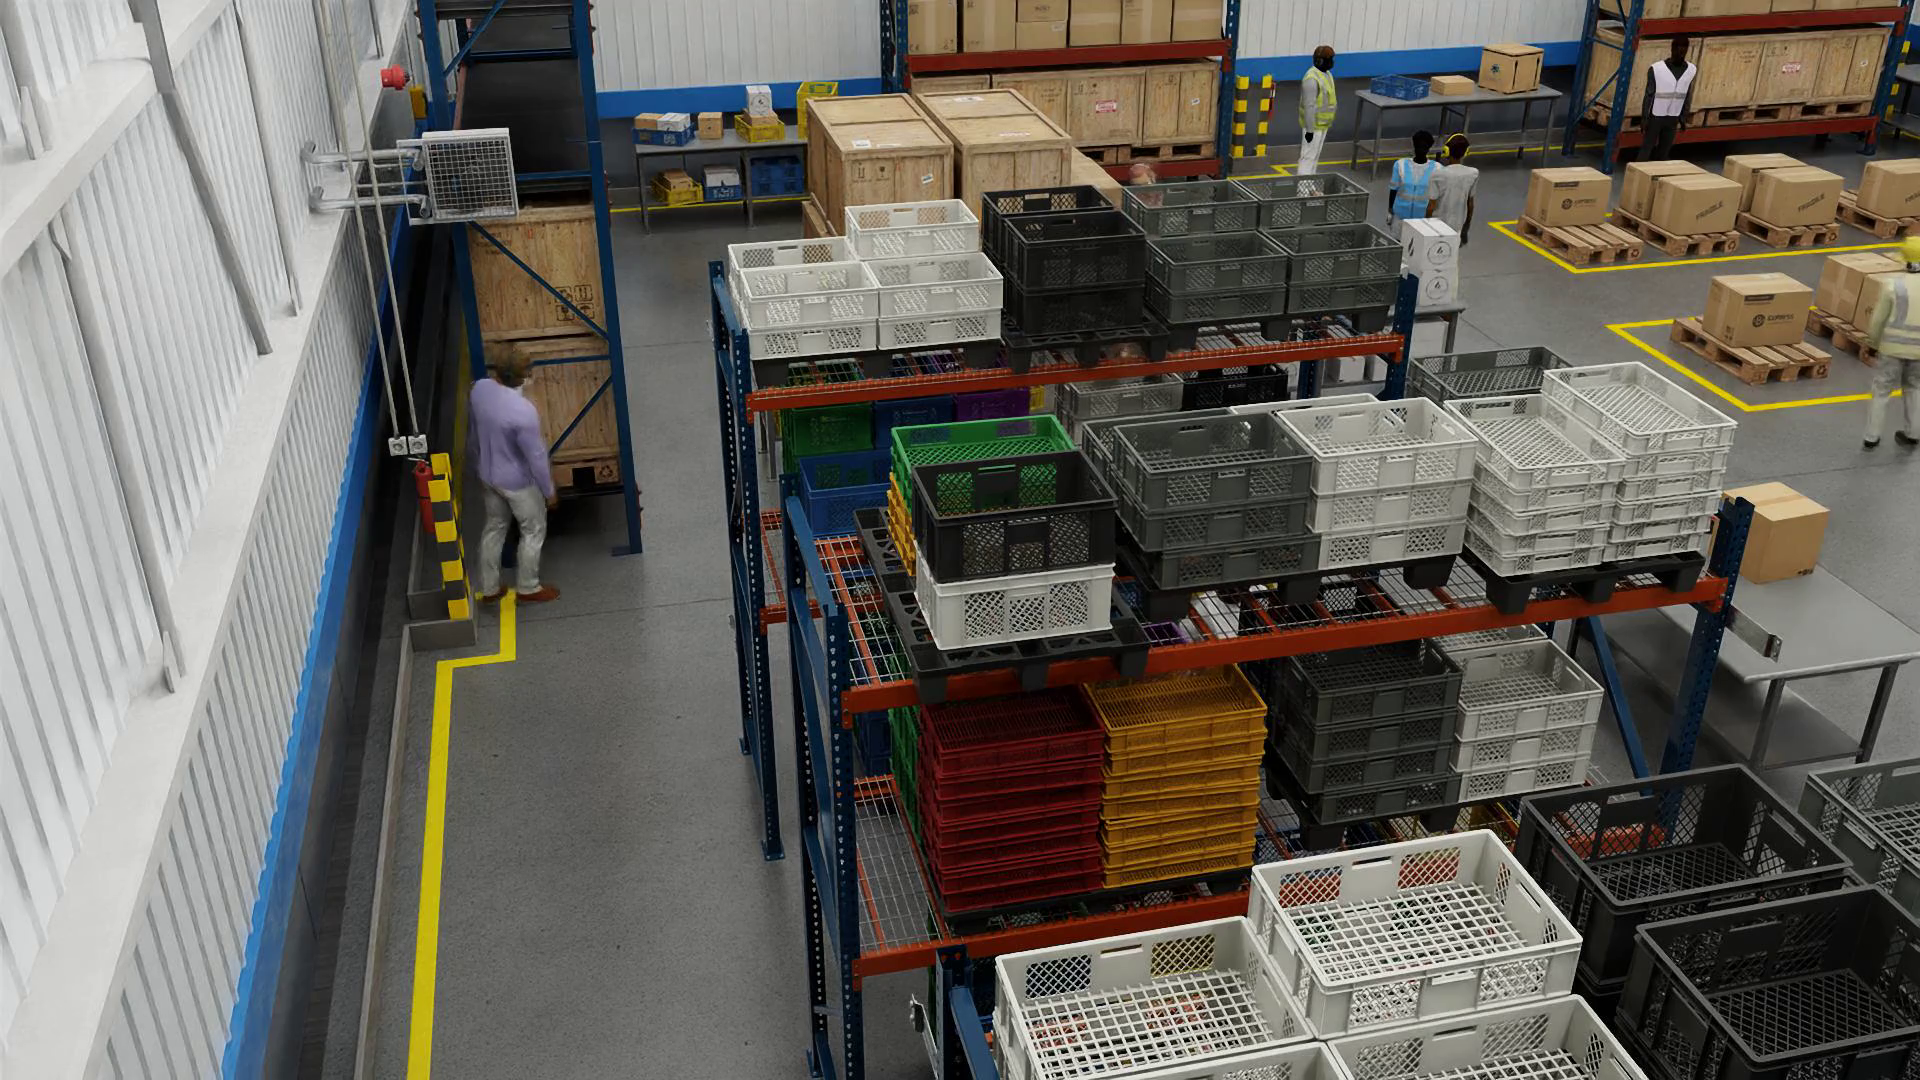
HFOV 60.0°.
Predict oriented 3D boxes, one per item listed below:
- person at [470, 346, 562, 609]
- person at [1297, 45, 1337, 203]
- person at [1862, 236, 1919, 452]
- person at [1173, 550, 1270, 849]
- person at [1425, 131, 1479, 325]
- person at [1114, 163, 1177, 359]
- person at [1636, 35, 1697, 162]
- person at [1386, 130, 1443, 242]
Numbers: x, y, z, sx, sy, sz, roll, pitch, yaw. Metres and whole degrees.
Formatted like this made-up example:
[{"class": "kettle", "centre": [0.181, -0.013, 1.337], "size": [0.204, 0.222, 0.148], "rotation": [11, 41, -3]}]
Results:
[{"class": "person", "centre": [-2.999, -0.379, 11.020], "size": [0.682, 1.901, 0.469], "rotation": [21, 35, 35]}, {"class": "person", "centre": [4.216, -4.904, 19.649], "size": [0.429, 1.842, 0.636], "rotation": [13, 30, 23]}, {"class": "person", "centre": [7.604, -1.554, 13.346], "size": [0.632, 1.795, 0.450], "rotation": [4, 28, 7]}, {"class": "person", "centre": [1.360, 0.841, 8.704], "size": [0.584, 1.881, 0.337], "rotation": [-18, 33, -30]}, {"class": "person", "centre": [4.641, -2.971, 15.956], "size": [0.550, 1.869, 0.315], "rotation": [-5, 28, -10]}, {"class": "person", "centre": [1.675, -2.517, 15.099], "size": [0.709, 1.869, 0.401], "rotation": [-15, 31, -26]}, {"class": "person", "centre": [8.386, -5.038, 19.823], "size": [0.593, 1.919, 0.391], "rotation": [-4, 28, -8]}, {"class": "person", "centre": [4.539, -3.265, 16.689], "size": [0.535, 1.700, 0.318], "rotation": [9, 29, 16]}]
